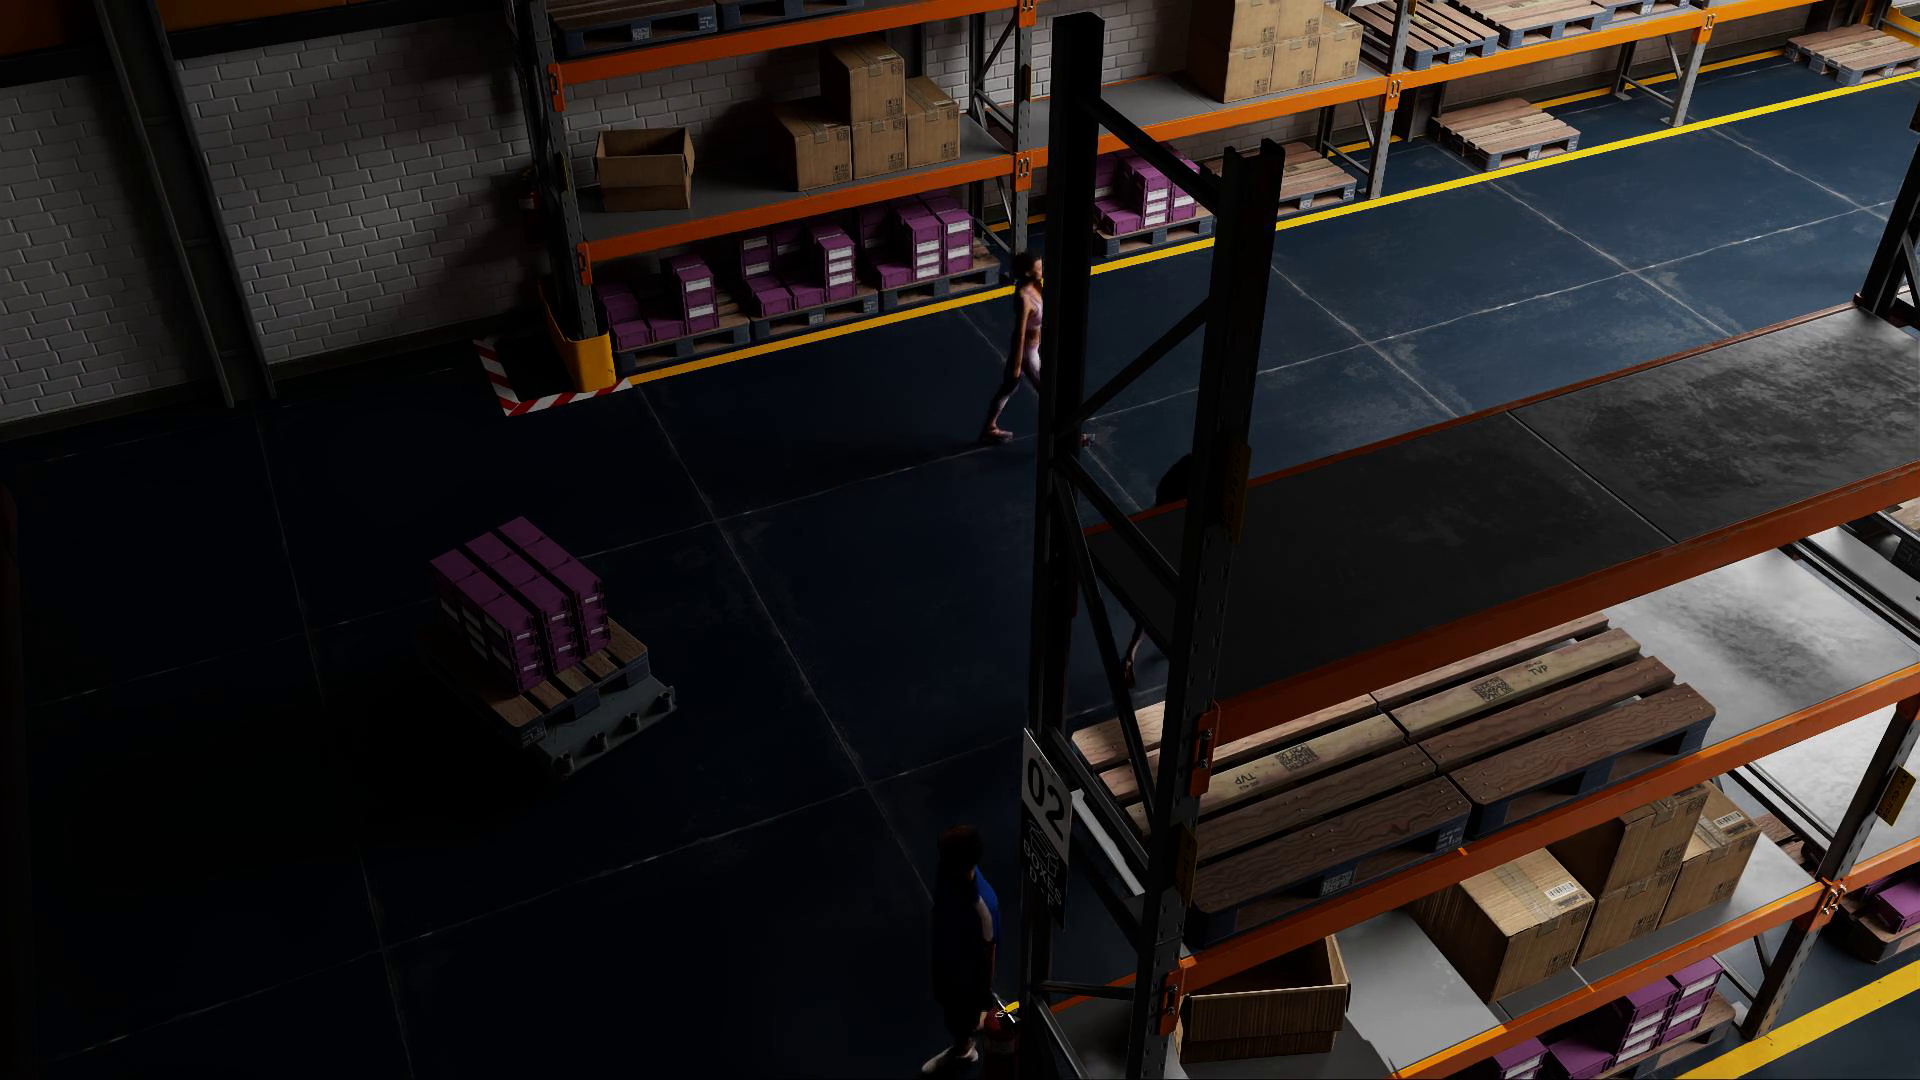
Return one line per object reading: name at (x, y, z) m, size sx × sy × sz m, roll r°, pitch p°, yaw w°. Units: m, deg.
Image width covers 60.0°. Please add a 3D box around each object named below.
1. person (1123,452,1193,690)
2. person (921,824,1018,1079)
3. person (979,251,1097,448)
person at (1.325, 0.205, 10.756) m, size 0.930 × 1.791 × 1.166 m, roll 25°, pitch 45°, yaw 28°
person at (0.103, 2.071, 8.367) m, size 0.870 × 1.856 × 0.709 m, roll -21°, pitch 43°, yaw -24°
person at (0.422, -1.428, 12.862) m, size 1.222 × 1.713 × 0.941 m, roll 1°, pitch 39°, yaw 1°
